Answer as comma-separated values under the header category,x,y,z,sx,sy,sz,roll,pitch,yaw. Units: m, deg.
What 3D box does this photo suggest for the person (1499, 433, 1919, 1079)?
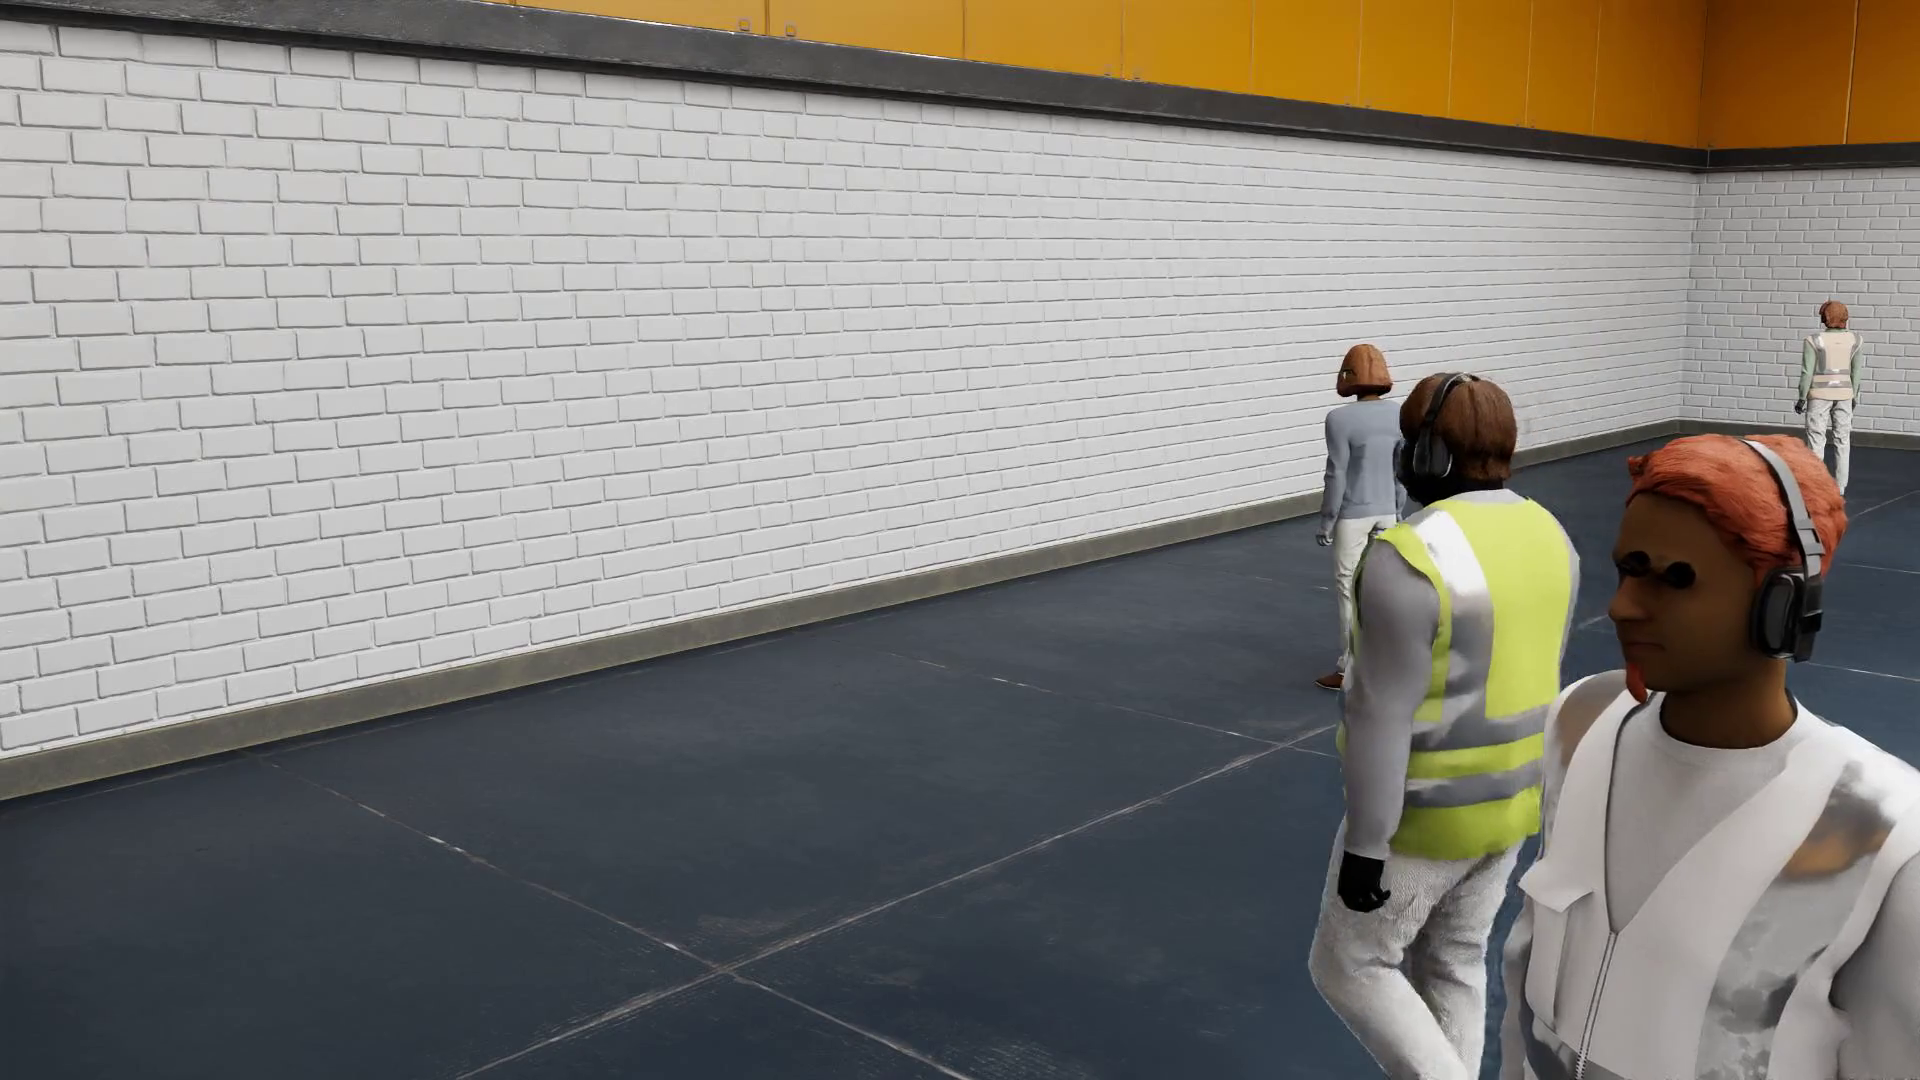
category,x,y,z,sx,sy,sz,roll,pitch,yaw
person,0.809,0.816,1.889,0.357,1.882,0.573,-4,11,-22

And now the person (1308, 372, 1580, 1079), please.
category,x,y,z,sx,sy,sz,roll,pitch,yaw
person,1.016,0.565,3.476,0.644,1.825,0.458,-8,13,-38

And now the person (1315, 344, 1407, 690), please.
category,x,y,z,sx,sy,sz,roll,pitch,yaw
person,1.884,-0.099,7.804,0.507,1.631,0.274,-6,11,-29

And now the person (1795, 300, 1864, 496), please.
category,x,y,z,sx,sy,sz,roll,pitch,yaw
person,7.233,-1.166,13.855,0.512,1.642,0.312,0,10,-1
